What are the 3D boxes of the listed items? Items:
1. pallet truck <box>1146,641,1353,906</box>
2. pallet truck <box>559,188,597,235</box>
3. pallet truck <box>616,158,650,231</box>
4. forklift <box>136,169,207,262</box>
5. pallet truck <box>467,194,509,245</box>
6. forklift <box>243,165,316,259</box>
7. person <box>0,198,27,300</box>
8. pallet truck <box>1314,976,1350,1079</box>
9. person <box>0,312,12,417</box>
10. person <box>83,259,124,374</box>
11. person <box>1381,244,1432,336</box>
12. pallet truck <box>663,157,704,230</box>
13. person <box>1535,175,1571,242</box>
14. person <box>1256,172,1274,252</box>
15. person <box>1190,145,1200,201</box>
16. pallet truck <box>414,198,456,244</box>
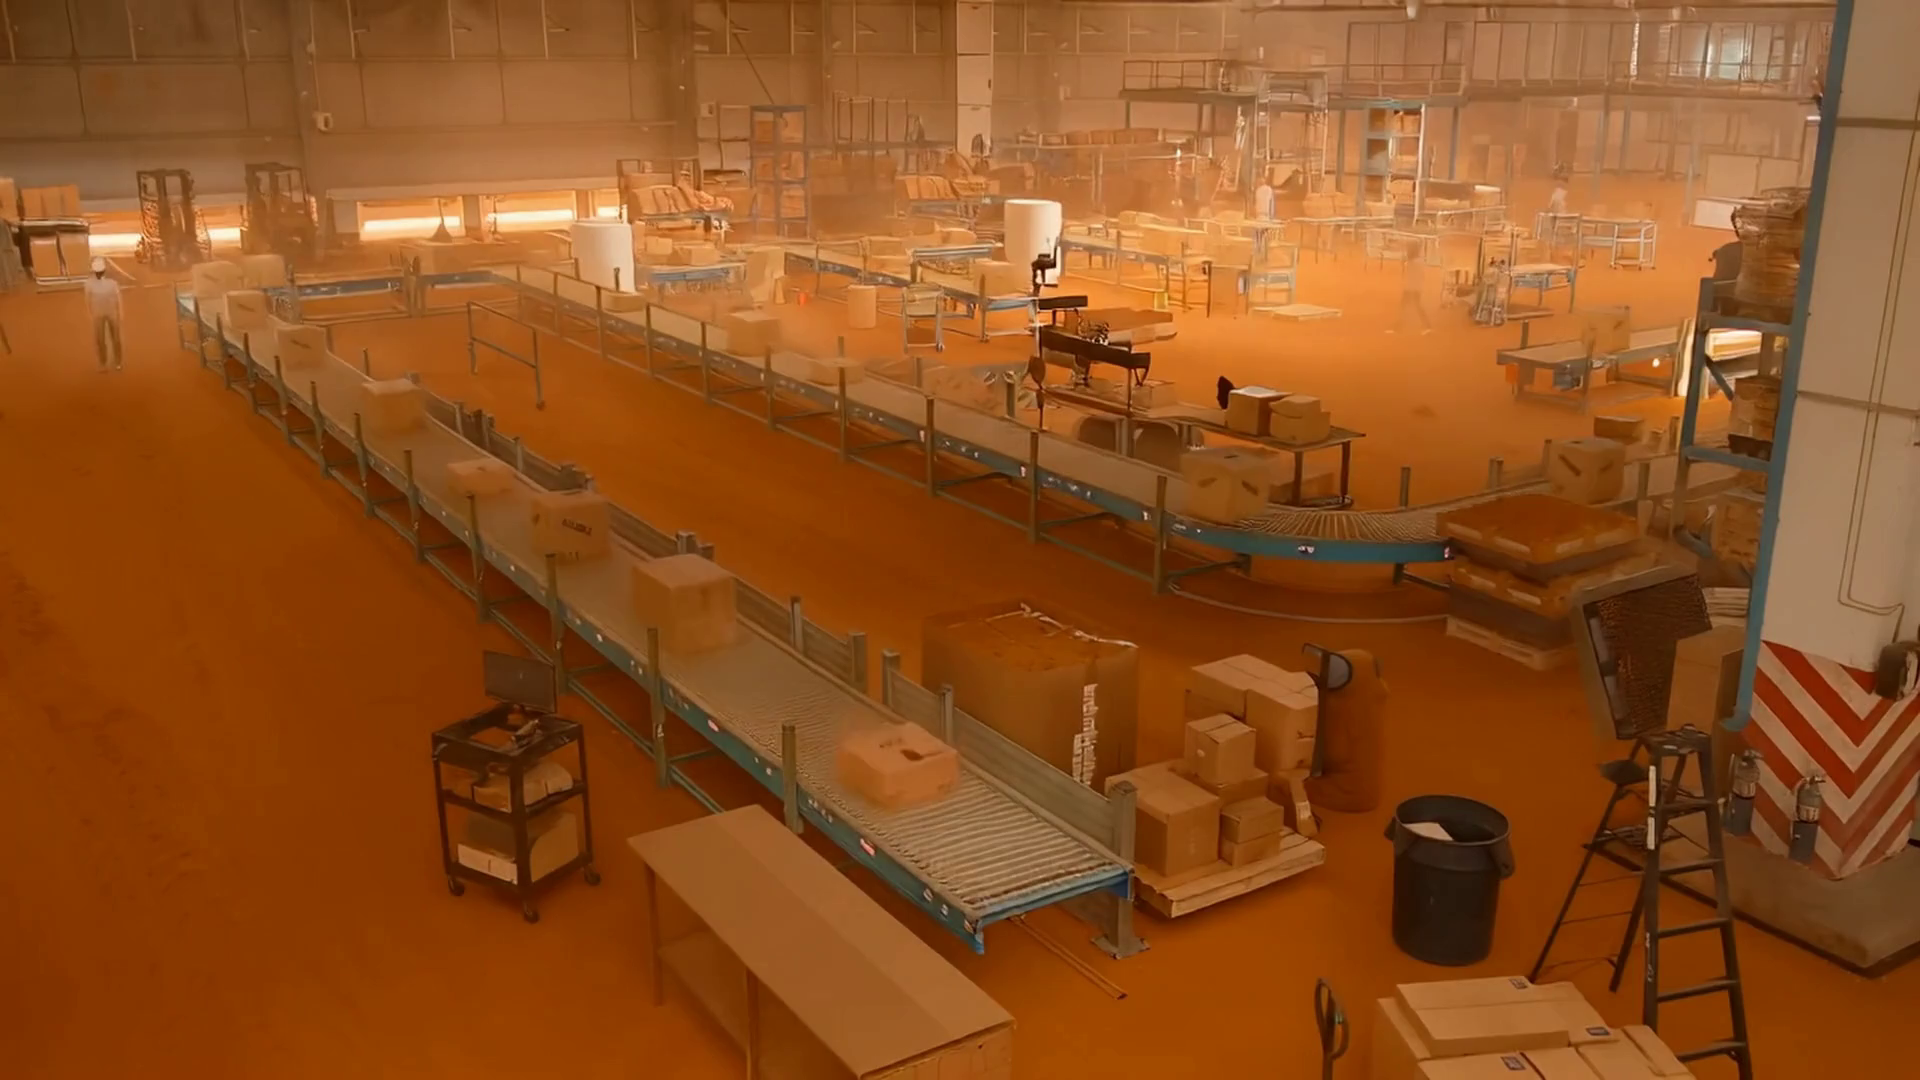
[{"bbox_3d":[1.664,1.407,10.232,1.630,1.274,0.653,-10,20,-31],"label":"pallet truck"},{"bbox_3d":[-10.010,-8.652,43.699,0.653,1.274,1.630,-10,20,-31],"label":"pallet truck"},{"bbox_3d":[-8.918,-9.176,44.255,0.823,1.965,1.885,-9,19,-27],"label":"pallet truck"},{"bbox_3d":[-17.842,-7.318,37.559,1.157,1.987,2.680,-10,20,-31],"label":"forklift"},{"bbox_3d":[-11.983,-8.177,42.137,0.704,1.261,1.522,-11,20,-33],"label":"pallet truck"},{"bbox_3d":[-15.898,-7.669,38.708,1.157,1.987,2.680,-11,20,-33],"label":"forklift"},{"bbox_3d":[-18.883,-5.737,32.835,0.611,1.984,0.401,8,19,25],"label":"person"},{"bbox_3d":[2.299,2.390,7.086,1.601,1.201,0.680,-2,17,-7],"label":"pallet truck"},{"bbox_3d":[-13.334,-2.599,22.725,0.589,1.791,0.988,-6,18,-20],"label":"person"},{"bbox_3d":[-13.174,-3.450,25.640,0.536,1.745,0.691,-6,18,-19],"label":"person"},{"bbox_3d":[7.830,-4.328,28.826,0.876,1.587,0.513,-1,17,-5],"label":"person"},{"bbox_3d":[-7.586,-9.308,44.692,0.823,1.965,1.885,-11,20,-33],"label":"pallet truck"},{"bbox_3d":[14.699,-8.142,41.190,0.605,1.787,0.840,-16,23,-42],"label":"person"},{"bbox_3d":[7.344,-7.841,39.932,0.373,1.928,0.543,-10,19,-29],"label":"person"},{"bbox_3d":[7.507,-11.710,53.119,0.299,1.745,0.483,4,17,14],"label":"person"},{"bbox_3d":[-13.250,-8.060,41.856,0.680,1.201,1.601,-10,20,-31],"label":"pallet truck"}]
